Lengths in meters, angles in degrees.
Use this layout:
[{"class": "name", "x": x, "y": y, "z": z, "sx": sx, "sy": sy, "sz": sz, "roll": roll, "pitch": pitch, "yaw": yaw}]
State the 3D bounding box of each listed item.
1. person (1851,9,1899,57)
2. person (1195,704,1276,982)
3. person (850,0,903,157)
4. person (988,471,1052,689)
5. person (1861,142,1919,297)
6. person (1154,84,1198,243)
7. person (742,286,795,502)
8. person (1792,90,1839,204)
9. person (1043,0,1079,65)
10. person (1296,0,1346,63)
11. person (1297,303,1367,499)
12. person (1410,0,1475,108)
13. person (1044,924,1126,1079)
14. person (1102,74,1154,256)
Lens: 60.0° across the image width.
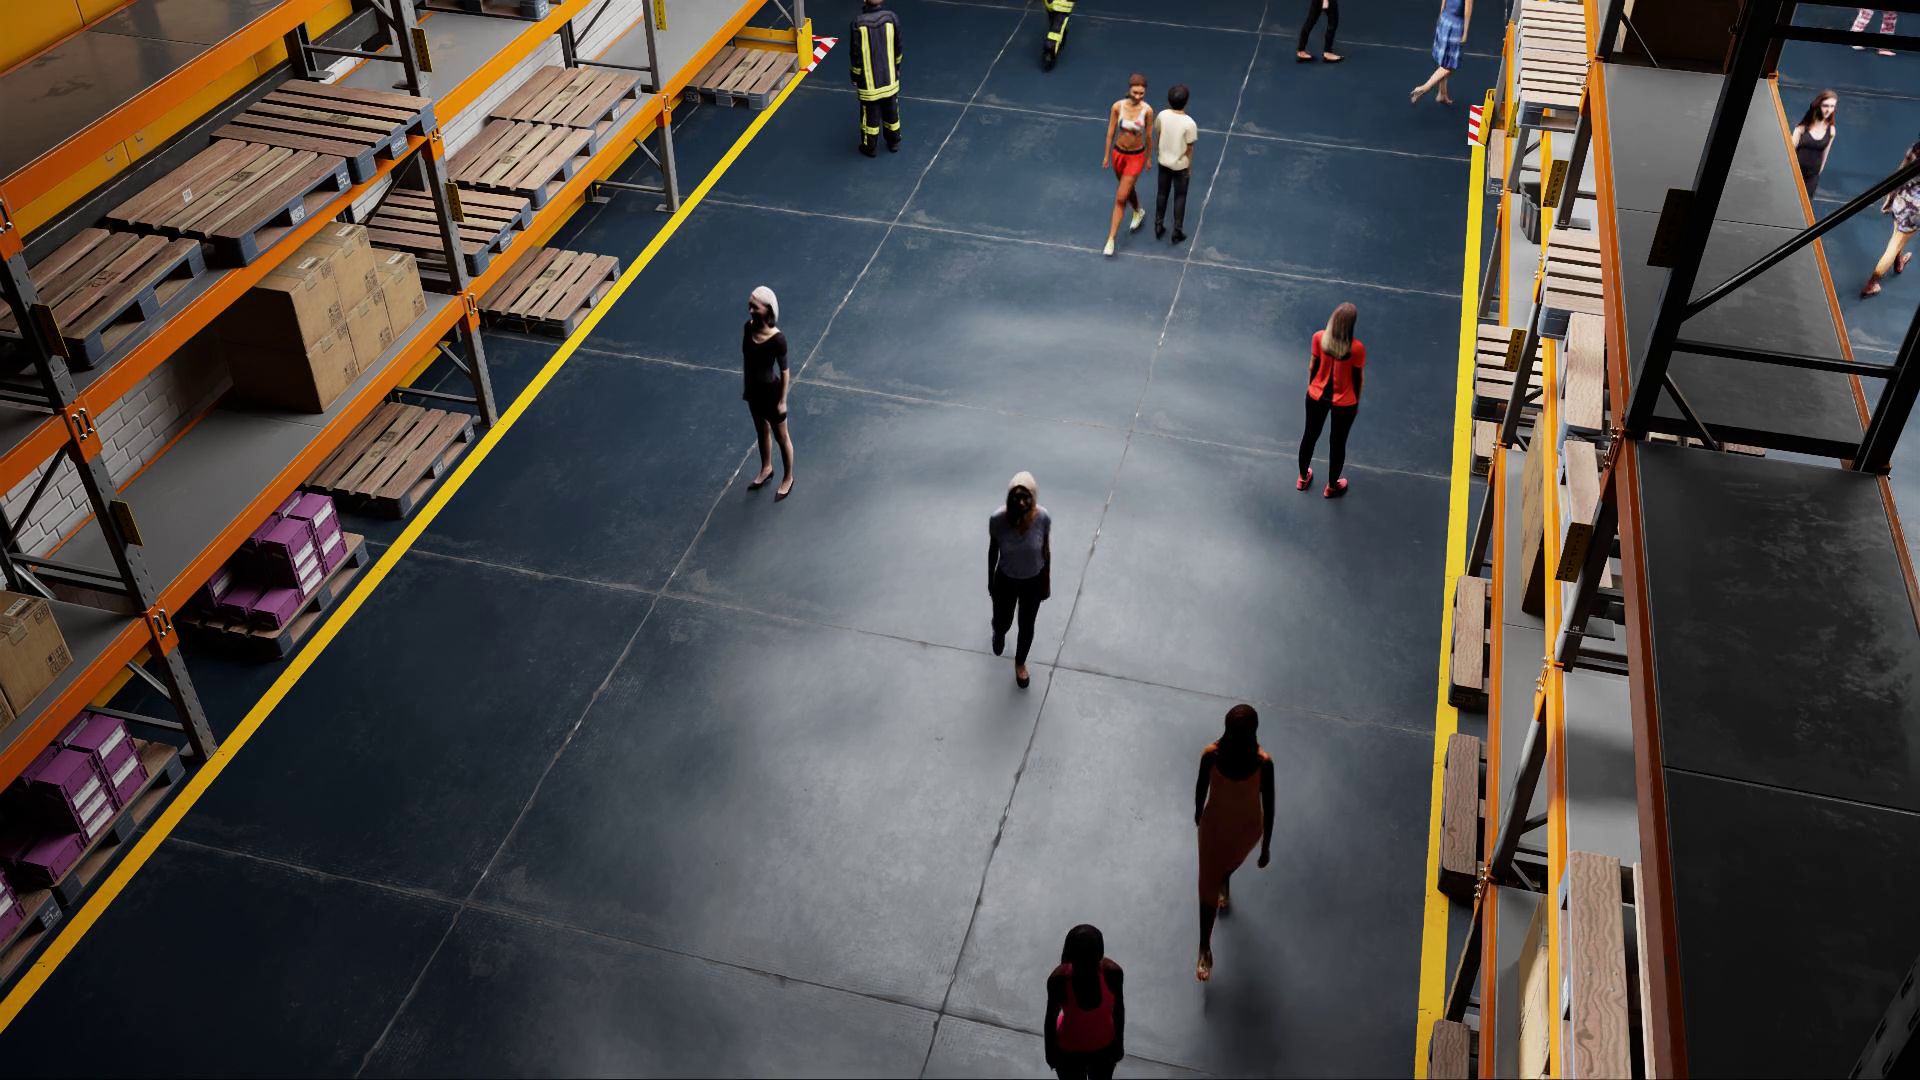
[{"class": "person", "x": 10.990, "y": -6.672, "z": 19.867, "sx": 0.950, "sy": 1.683, "sz": 1.032, "roll": -16, "pitch": 41, "yaw": -19}, {"class": "person", "x": 1.558, "y": 1.564, "z": 9.470, "sx": 0.659, "sy": 1.789, "sz": 1.094, "roll": 6, "pitch": 39, "yaw": 7}, {"class": "person", "x": -0.892, "y": -4.987, "z": 17.615, "sx": 0.880, "sy": 1.860, "sz": 0.918, "roll": -16, "pitch": 41, "yaw": -19}, {"class": "person", "x": 0.393, "y": 0.209, "z": 11.227, "sx": 0.701, "sy": 1.712, "sz": 0.796, "roll": -4, "pitch": 39, "yaw": -5}, {"class": "person", "x": 8.684, "y": -3.008, "z": 15.270, "sx": 1.144, "sy": 1.694, "sz": 1.031, "roll": -24, "pitch": 44, "yaw": -27}, {"class": "person", "x": 2.081, "y": -3.659, "z": 16.173, "sx": 0.648, "sy": 1.585, "sz": 0.610, "roll": 25, "pitch": 45, "yaw": 28}, {"class": "person", "x": -1.485, "y": -1.134, "z": 12.814, "sx": 0.643, "sy": 1.830, "sz": 0.621, "roll": 25, "pitch": 45, "yaw": 28}, {"class": "person", "x": 7.932, "y": -3.469, "z": 15.826, "sx": 0.695, "sy": 1.721, "sz": 1.121, "roll": 3, "pitch": 39, "yaw": 4}, {"class": "person", "x": 1.147, "y": -6.500, "z": 19.567, "sx": 0.830, "sy": 1.789, "sz": 1.182, "roll": 14, "pitch": 41, "yaw": 17}, {"class": "person", "x": 4.190, "y": -6.420, "z": 19.536, "sx": 0.845, "sy": 1.701, "sz": 0.840, "roll": -7, "pitch": 39, "yaw": -8}, {"class": "person", "x": 2.873, "y": -1.087, "z": 12.865, "sx": 0.649, "sy": 1.694, "sz": 0.622, "roll": 21, "pitch": 43, "yaw": 24}, {"class": "person", "x": 5.369, "y": -5.545, "z": 18.373, "sx": 1.079, "sy": 1.785, "sz": 1.031, "roll": -21, "pitch": 43, "yaw": -24}, {"class": "person", "x": 0.614, "y": 2.463, "z": 8.408, "sx": 0.796, "sy": 1.708, "sz": 0.988, "roll": -6, "pitch": 39, "yaw": -7}, {"class": "person", "x": 1.654, "y": -3.707, "z": 16.106, "sx": 0.685, "sy": 1.744, "sz": 1.141, "roll": 15, "pitch": 41, "yaw": 17}]
